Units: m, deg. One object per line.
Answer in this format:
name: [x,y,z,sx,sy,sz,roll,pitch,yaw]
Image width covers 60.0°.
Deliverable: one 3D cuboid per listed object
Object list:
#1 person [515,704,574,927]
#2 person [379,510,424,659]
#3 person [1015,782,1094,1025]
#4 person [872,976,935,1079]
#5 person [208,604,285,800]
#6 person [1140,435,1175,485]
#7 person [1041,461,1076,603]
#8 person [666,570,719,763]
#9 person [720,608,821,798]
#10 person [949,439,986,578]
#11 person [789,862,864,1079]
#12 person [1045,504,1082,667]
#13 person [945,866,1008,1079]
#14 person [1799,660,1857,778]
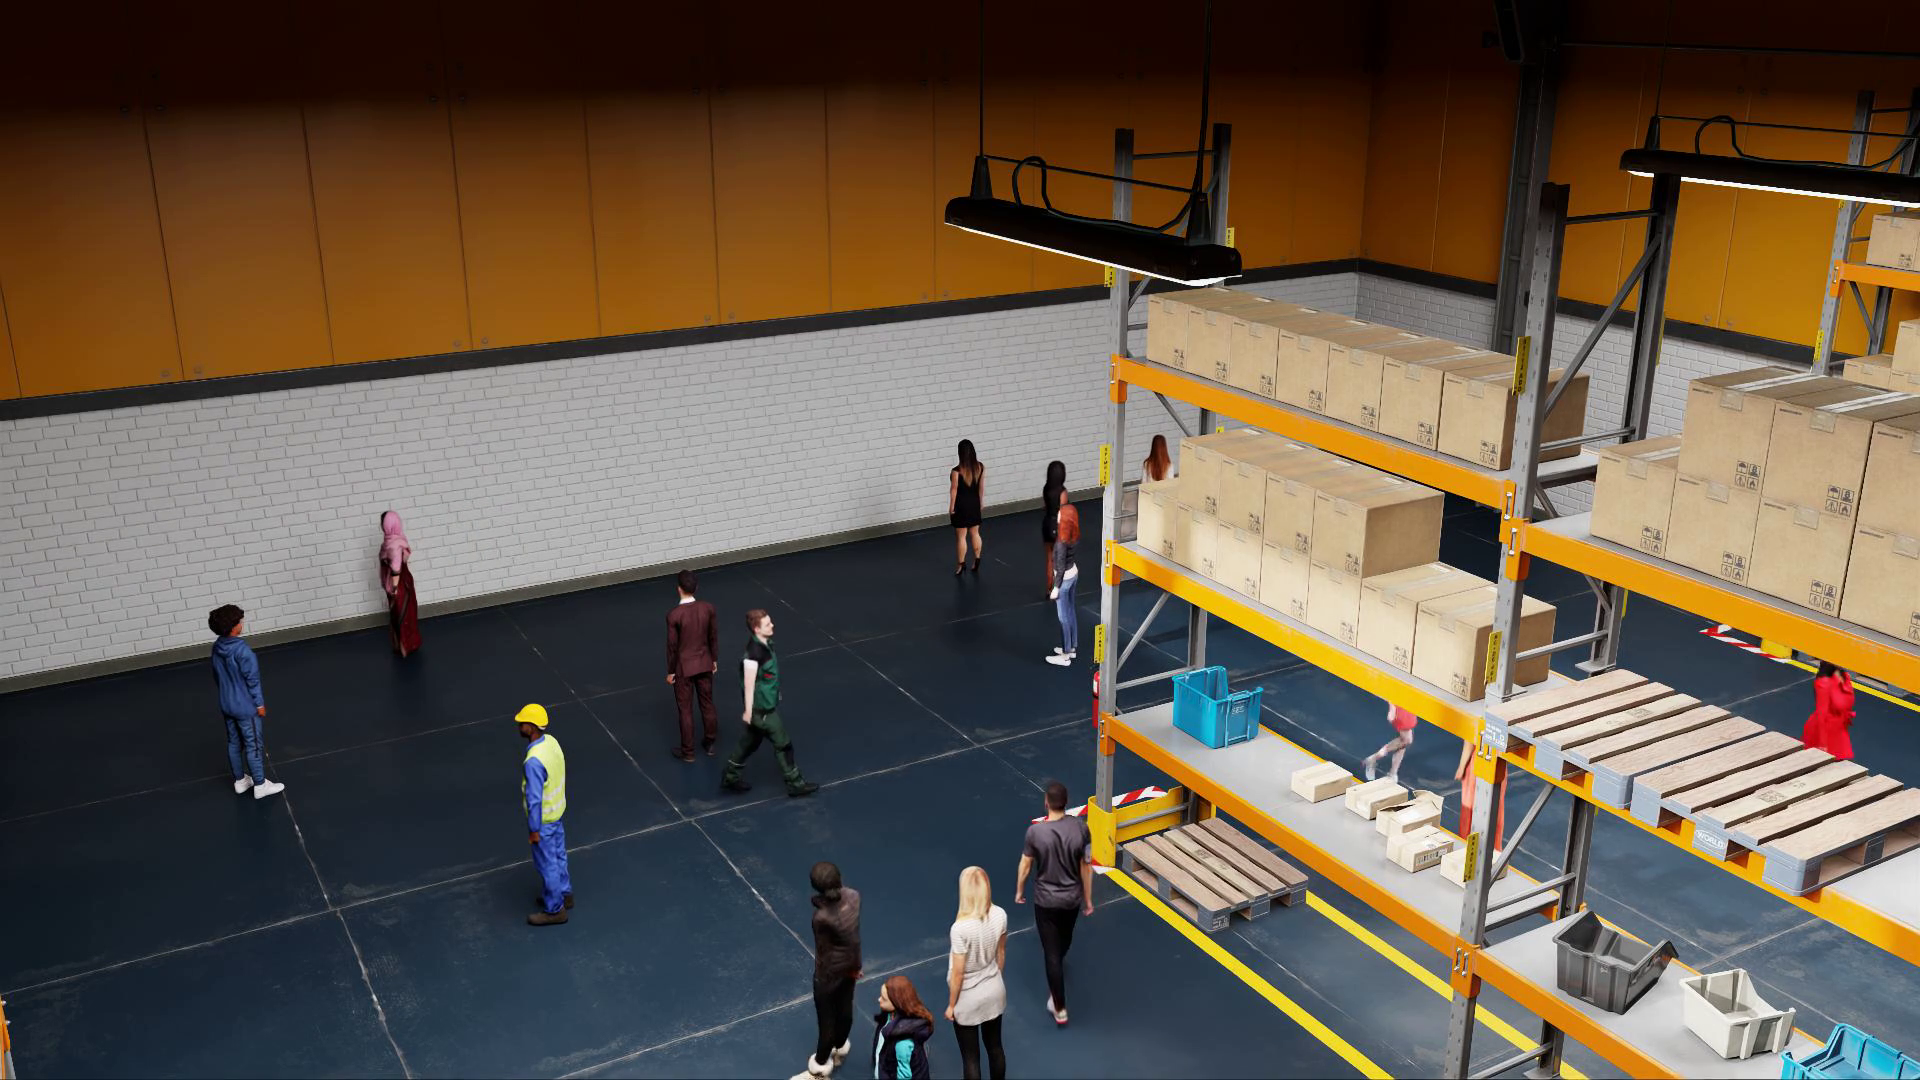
person: [-3.225,2.114,12.918,0.811,1.814,0.697,1,19,2]
person: [-6.113,0.453,18.126,0.798,1.638,0.664,-3,19,-8]
person: [0.699,2.579,11.683,0.920,1.722,1.184,-3,19,-9]
person: [-0.364,3.269,9.981,0.700,1.501,0.605,-4,19,-12]
person: [-6.463,1.438,14.930,0.704,1.811,0.820,10,21,27]
person: [2.461,-0.469,20.724,0.635,1.728,0.708,6,20,17]
person: [1.061,-0.069,19.535,0.685,1.728,0.584,-14,23,-35]
person: [-2.512,1.174,15.627,0.704,1.866,0.627,-13,23,-34]
person: [-1.846,1.470,14.847,1.025,1.803,1.168,-1,19,-4]
person: [0.089,-0.398,20.537,0.666,1.713,0.620,-13,23,-34]
person: [-0.799,2.837,11.036,0.786,1.646,0.835,-12,22,-33]
person: [1.131,0.466,17.856,0.707,1.786,0.669,8,20,23]
person: [0.122,2.900,10.569,0.627,1.824,0.576,-15,24,-37]
person: [7.380,1.672,14.350,0.650,1.737,0.649,-12,22,-33]
